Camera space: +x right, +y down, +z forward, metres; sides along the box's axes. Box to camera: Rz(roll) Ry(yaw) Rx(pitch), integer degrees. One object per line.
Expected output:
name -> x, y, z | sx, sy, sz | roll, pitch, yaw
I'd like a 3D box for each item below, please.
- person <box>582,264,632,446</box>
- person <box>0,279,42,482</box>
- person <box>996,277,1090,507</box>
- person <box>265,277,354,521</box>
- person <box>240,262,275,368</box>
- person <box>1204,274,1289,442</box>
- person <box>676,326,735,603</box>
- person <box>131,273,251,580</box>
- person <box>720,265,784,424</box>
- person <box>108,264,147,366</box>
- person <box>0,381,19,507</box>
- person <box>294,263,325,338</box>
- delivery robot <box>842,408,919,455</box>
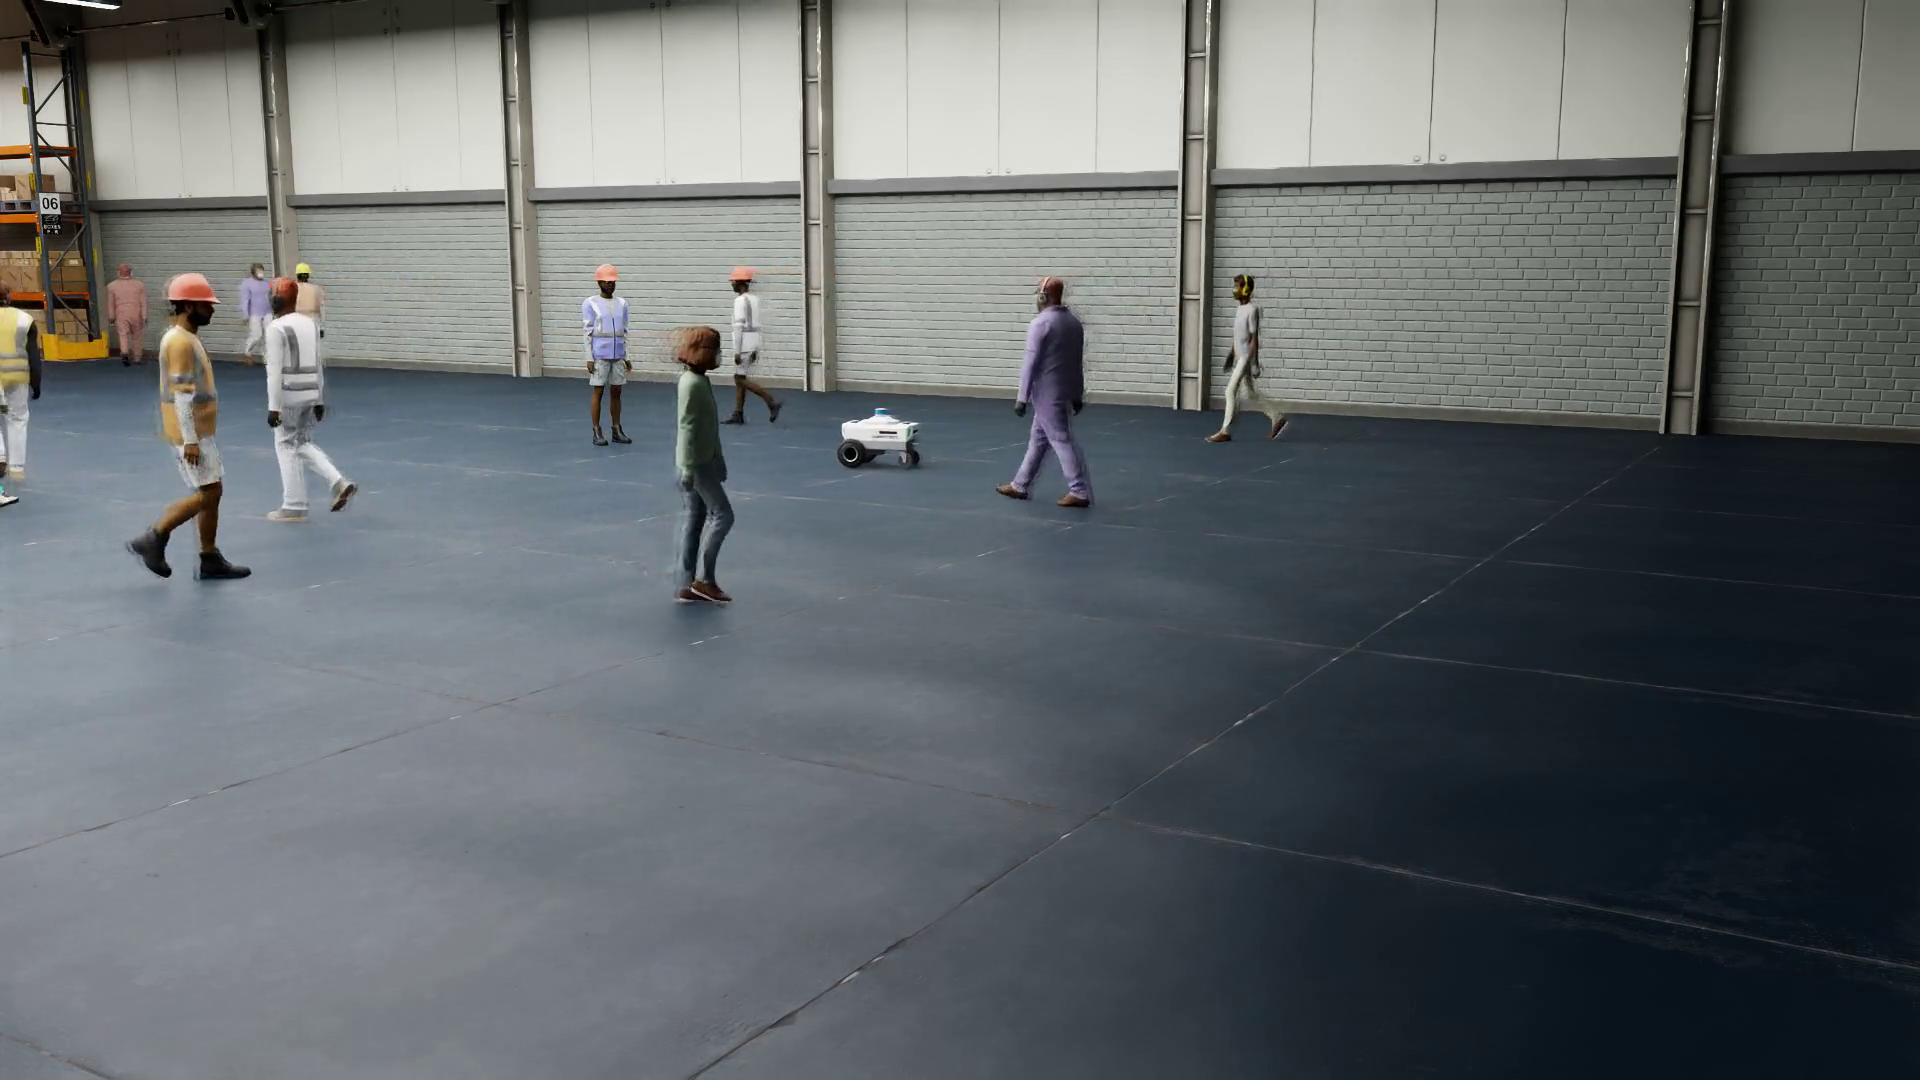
person -> -3.771, -1.985, 17.865 | 0.542, 1.938, 0.357 | -9, 13, -42
person -> -8.558, -1.418, 14.866 | 0.647, 1.824, 0.444 | -6, 11, -32
person -> 0.696, -1.204, 13.536 | 0.986, 1.852, 0.664 | 7, 12, 34
person -> -5.023, -1.058, 12.645 | 0.543, 1.872, 0.580 | 2, 10, 9
person -> -12.624, -4.034, 29.924 | 0.598, 1.922, 0.630 | 7, 12, 34
person -> 3.161, -1.976, 18.126 | 0.894, 1.841, 0.534 | 0, 10, -2
person -> -1.451, -0.426, 9.644 | 0.468, 1.614, 0.522 | 0, 10, -1
person -> -4.775, -0.676, 10.253 | 0.554, 1.918, 0.562 | -3, 10, -16
person -> -2.505, -2.314, 19.864 | 0.753, 1.915, 0.552 | 2, 10, 10
person -> -15.390, -4.158, 30.768 | 0.651, 1.881, 0.857 | -4, 10, -22
person -> -7.825, -1.111, 13.304 | 0.800, 1.733, 0.547 | 2, 10, 10
person -> -10.268, -3.375, 26.061 | 0.626, 1.911, 0.413 | -8, 12, -38
delivery robot -> -0.763, -1.025, 16.013 | 0.707, 0.478, 0.477 | 2, 10, 13
